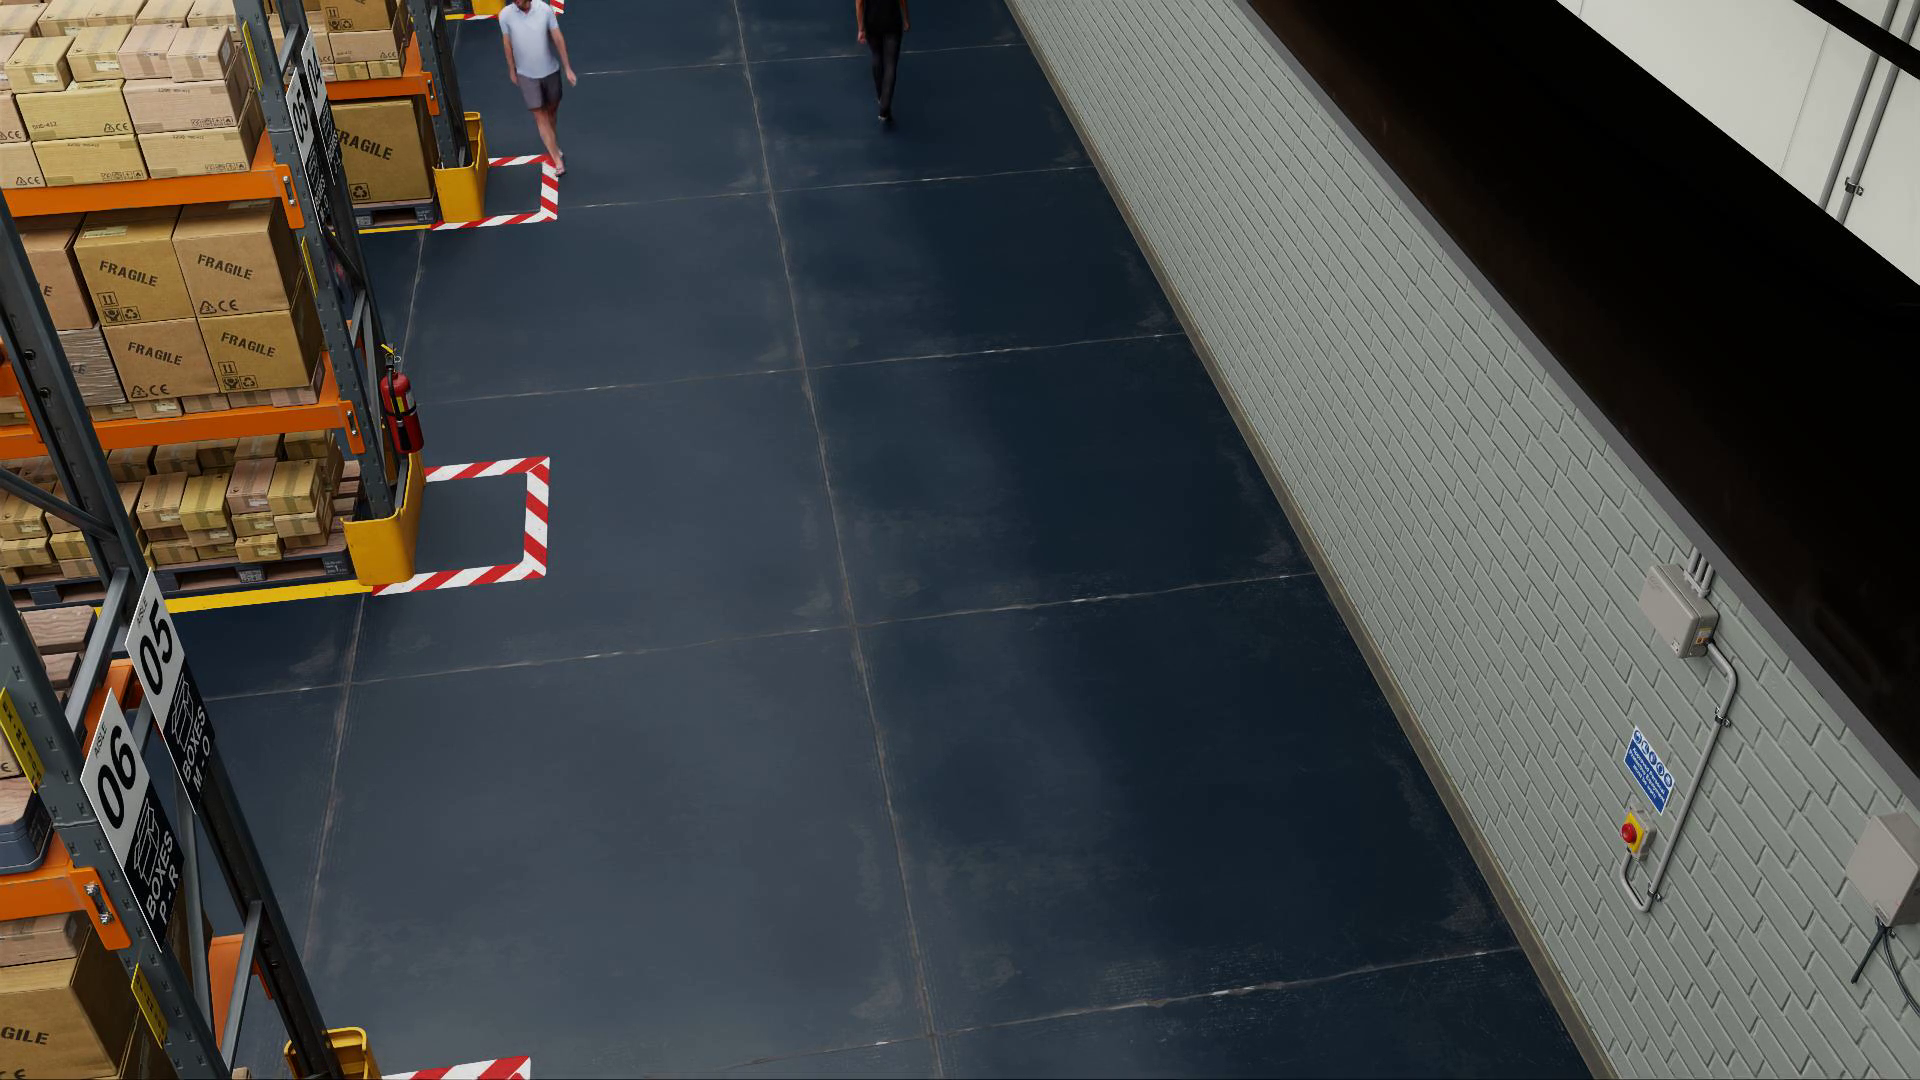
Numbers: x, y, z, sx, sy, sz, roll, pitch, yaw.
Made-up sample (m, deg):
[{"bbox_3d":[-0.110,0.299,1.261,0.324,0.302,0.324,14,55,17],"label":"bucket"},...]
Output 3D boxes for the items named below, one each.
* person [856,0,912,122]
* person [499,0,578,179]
[{"bbox_3d":[-0.719,-4.809,15.553,1.054,1.809,0.948,7,39,9],"label":"person"},{"bbox_3d":[-3.761,-4.169,14.760,1.140,1.779,0.941,-18,41,-21],"label":"person"}]
